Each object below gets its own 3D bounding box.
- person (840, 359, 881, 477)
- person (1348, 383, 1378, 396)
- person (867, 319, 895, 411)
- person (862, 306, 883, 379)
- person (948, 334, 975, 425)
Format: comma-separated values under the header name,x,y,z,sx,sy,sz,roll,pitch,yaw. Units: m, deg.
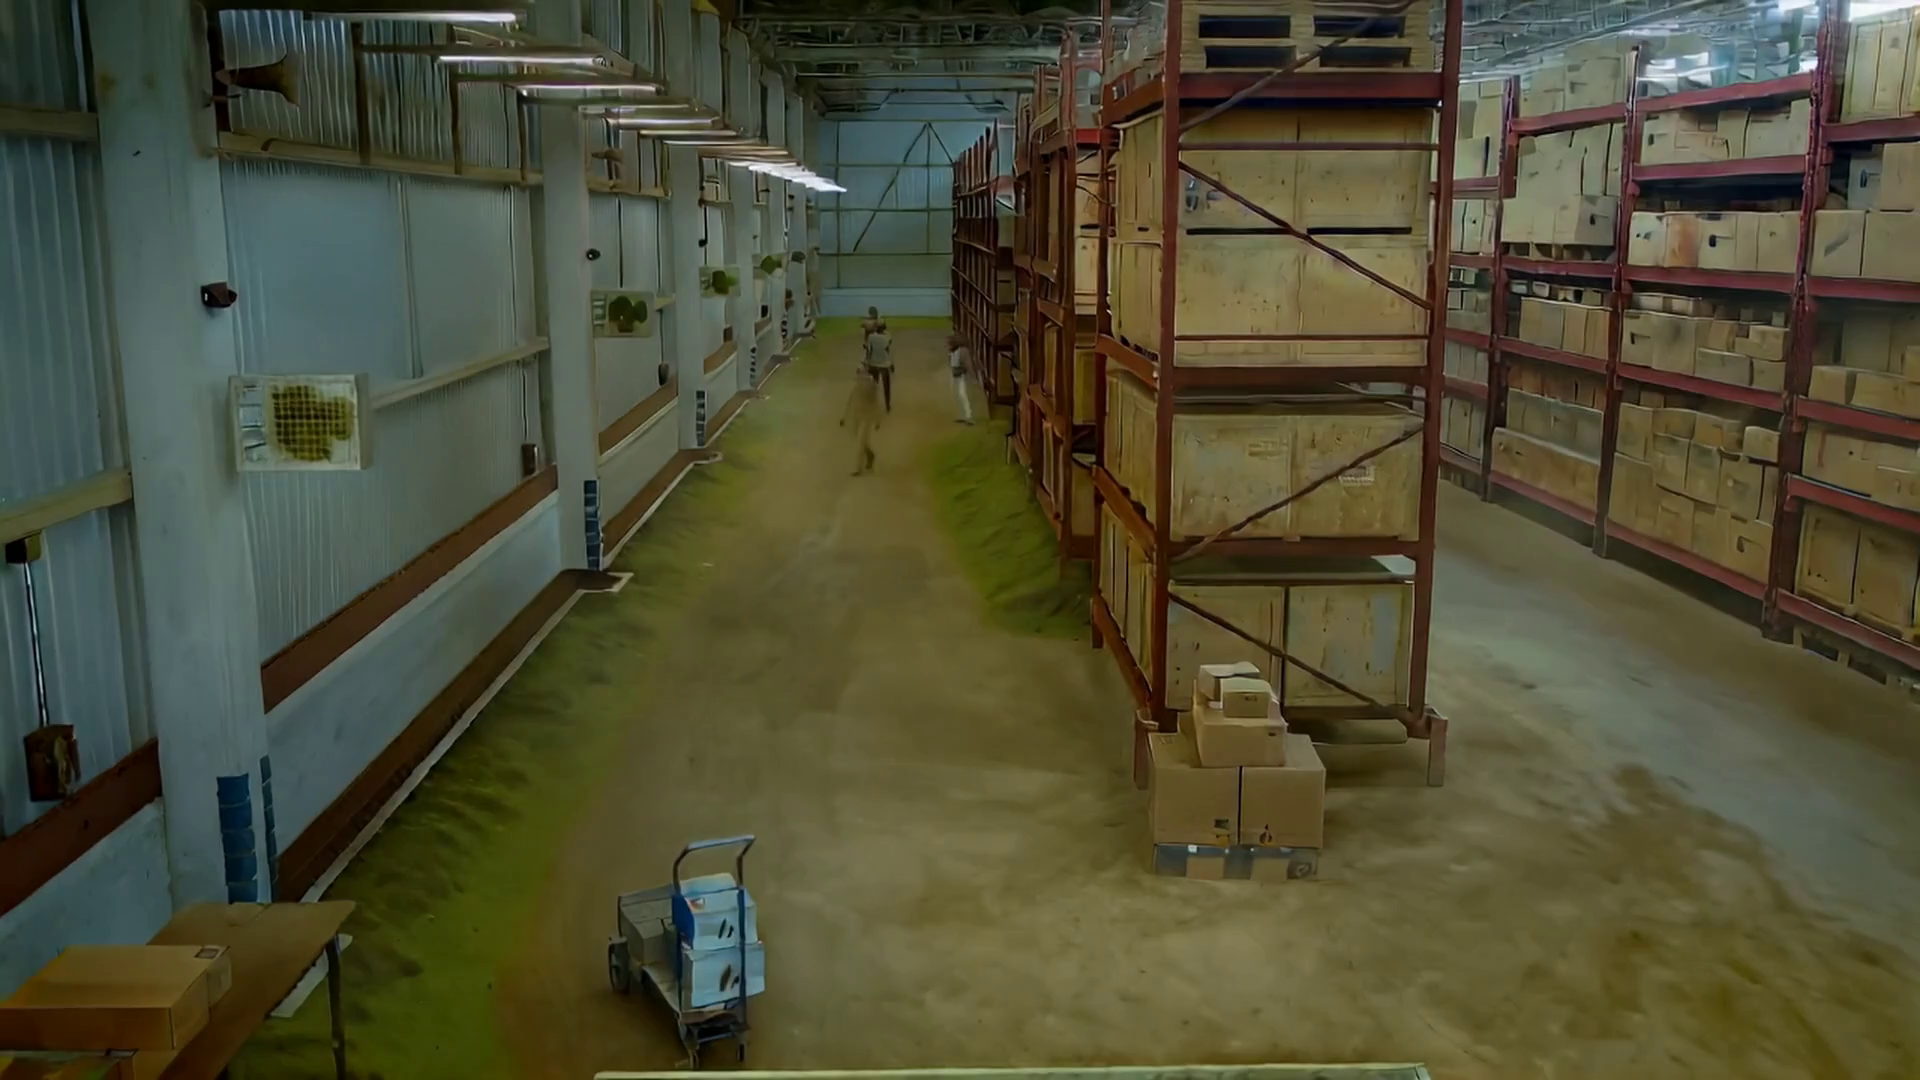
name,x,y,z,sx,sy,sz,roll,pitch,yaw
person,-1.563,-1.985,26.801,0.647,1.874,0.813,6,12,28
person,6.773,-2.142,28.207,0.555,1.649,0.783,1,11,3
person,-1.689,-3.752,35.709,0.619,1.986,0.410,-3,11,-16
person,-2.227,-5.075,42.799,0.586,1.911,0.398,-6,12,-28
person,0.030,-3.214,33.401,0.447,1.805,0.743,-4,12,-20
